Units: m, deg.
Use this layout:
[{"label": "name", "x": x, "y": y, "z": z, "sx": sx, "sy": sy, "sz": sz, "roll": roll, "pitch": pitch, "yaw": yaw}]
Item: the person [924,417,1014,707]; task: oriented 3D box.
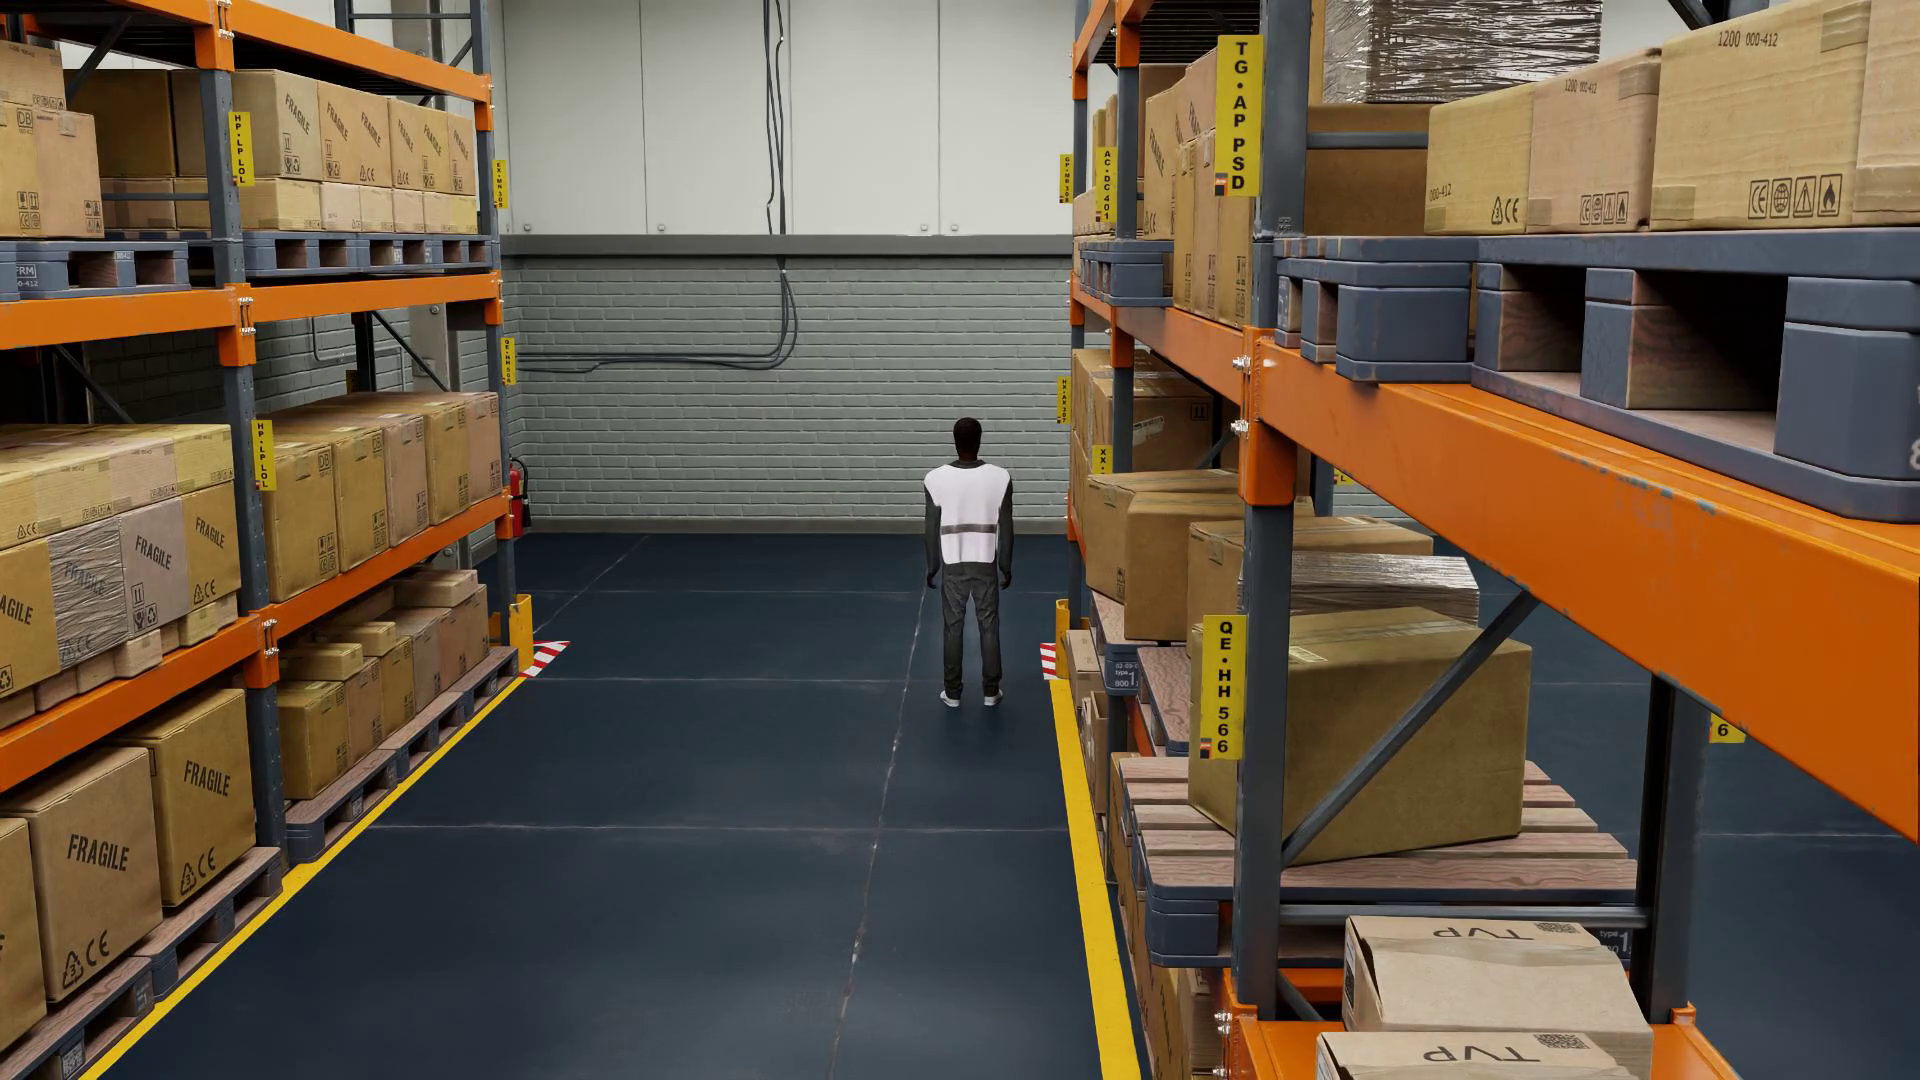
[{"label": "person", "x": 0.059, "y": 0.153, "z": 10.917, "sx": 0.590, "sy": 1.915, "sz": 0.392, "roll": -1, "pitch": 10, "yaw": -3}]
